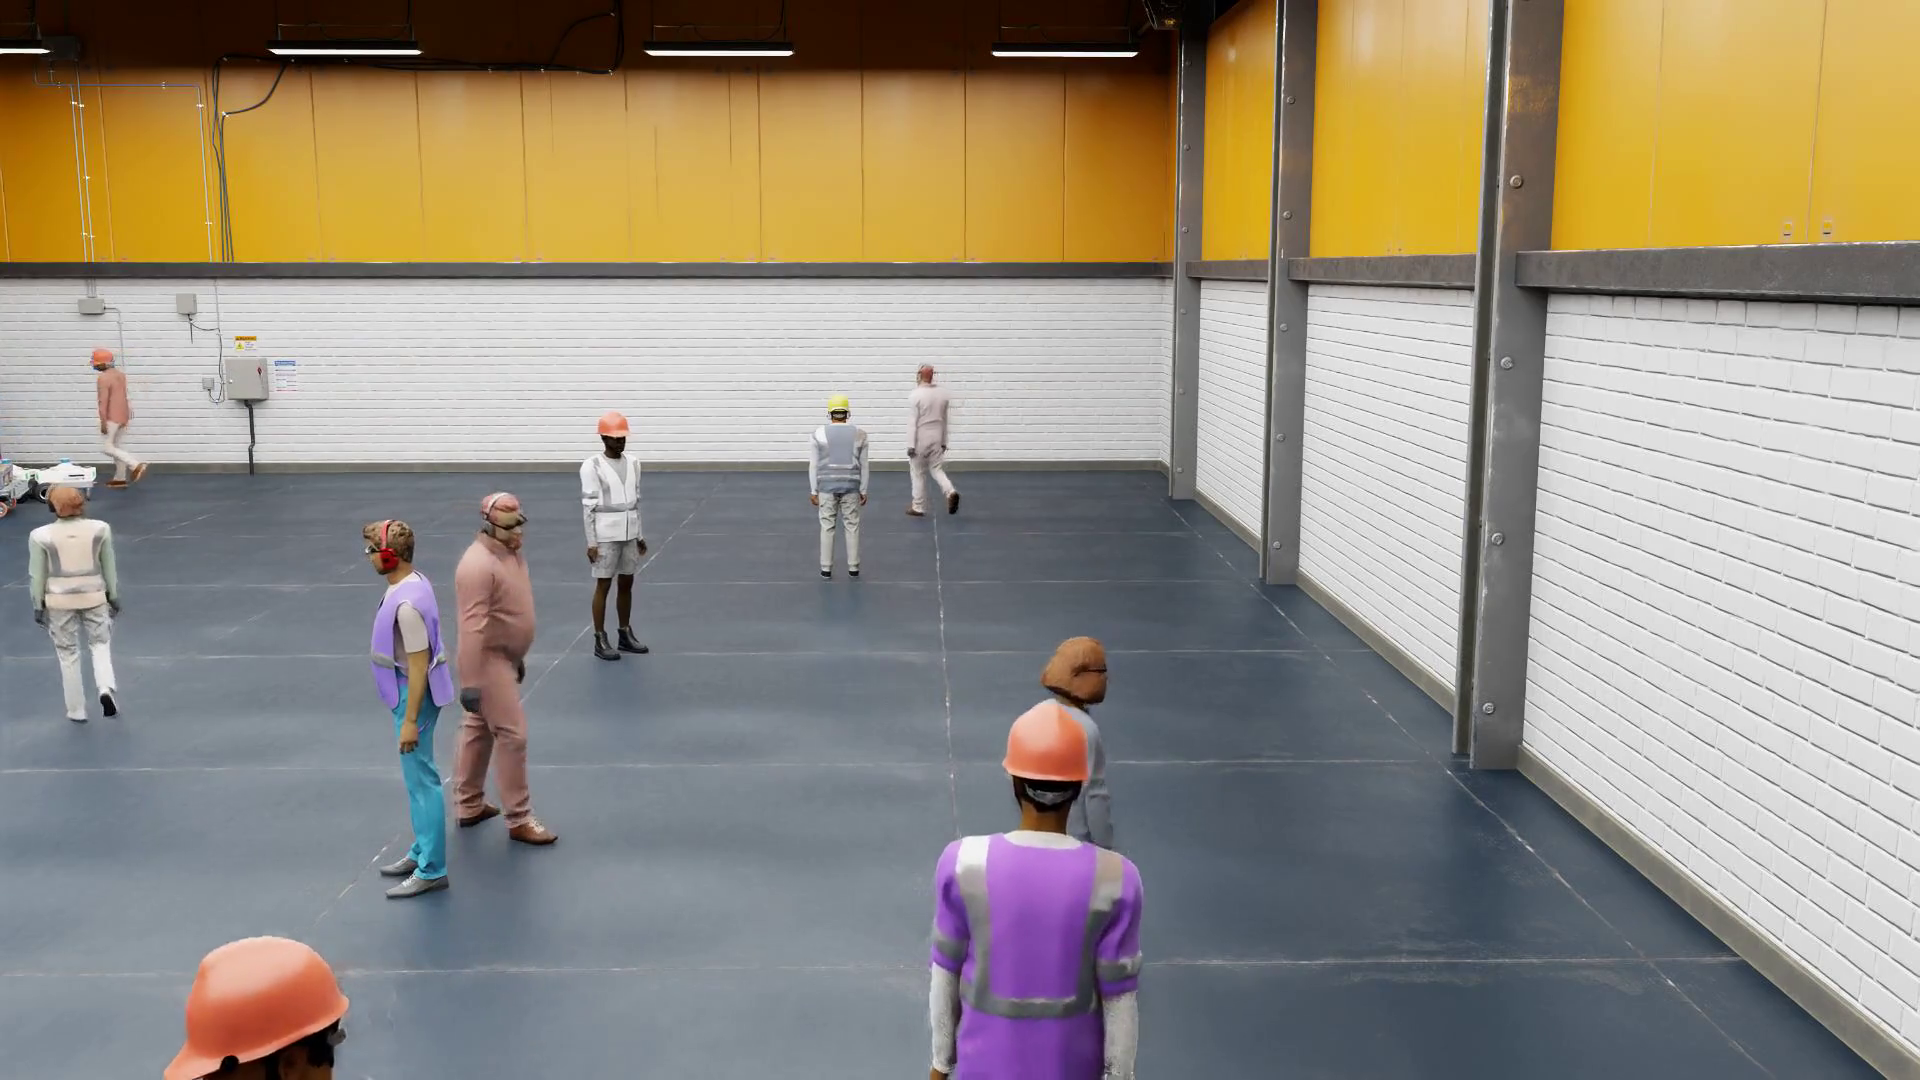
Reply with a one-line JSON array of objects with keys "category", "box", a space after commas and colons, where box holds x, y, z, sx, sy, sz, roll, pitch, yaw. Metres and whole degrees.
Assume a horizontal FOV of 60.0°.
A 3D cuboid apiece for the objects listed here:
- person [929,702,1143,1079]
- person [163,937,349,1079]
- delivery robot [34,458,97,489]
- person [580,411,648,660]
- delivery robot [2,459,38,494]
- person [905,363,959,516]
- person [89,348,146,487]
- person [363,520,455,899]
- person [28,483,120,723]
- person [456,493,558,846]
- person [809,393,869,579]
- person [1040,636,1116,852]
[{"category": "person", "box": [0.193, 1.386, 4.335, 0.560, 1.917, 0.810, 0, 9, 1]}, {"category": "person", "box": [-1.004, 1.607, 3.058, 0.938, 1.888, 0.611, -6, 11, -34]}, {"category": "delivery robot", "box": [-11.681, -0.824, 21.734, 0.707, 0.478, 0.477, -5, 10, -26]}, {"category": "person", "box": [-2.674, -0.035, 12.981, 0.372, 1.934, 0.554, 8, 12, 39]}, {"category": "delivery robot", "box": [-12.416, -0.811, 21.656, 0.707, 0.478, 0.477, 0, 9, -2]}, {"category": "person", "box": [-0.359, -1.208, 20.285, 0.642, 1.893, 0.721, -8, 12, -42]}, {"category": "person", "box": [-11.613, -1.675, 22.969, 0.621, 1.959, 0.693, 0, 9, 0]}, {"category": "person", "box": [-2.659, 0.808, 8.085, 0.393, 1.839, 0.563, -3, 10, -20]}, {"category": "person", "box": [-5.855, 0.430, 11.028, 0.537, 1.624, 0.455, -8, 12, -39]}, {"category": "person", "box": [-2.428, 0.673, 8.839, 0.658, 1.865, 0.707, 0, 9, -2]}, {"category": "person", "box": [-1.183, -0.518, 16.283, 0.586, 1.824, 0.404, -2, 9, -12]}, {"category": "person", "box": [0.459, 1.171, 6.528, 0.333, 1.632, 0.504, -3, 10, -16]}]
